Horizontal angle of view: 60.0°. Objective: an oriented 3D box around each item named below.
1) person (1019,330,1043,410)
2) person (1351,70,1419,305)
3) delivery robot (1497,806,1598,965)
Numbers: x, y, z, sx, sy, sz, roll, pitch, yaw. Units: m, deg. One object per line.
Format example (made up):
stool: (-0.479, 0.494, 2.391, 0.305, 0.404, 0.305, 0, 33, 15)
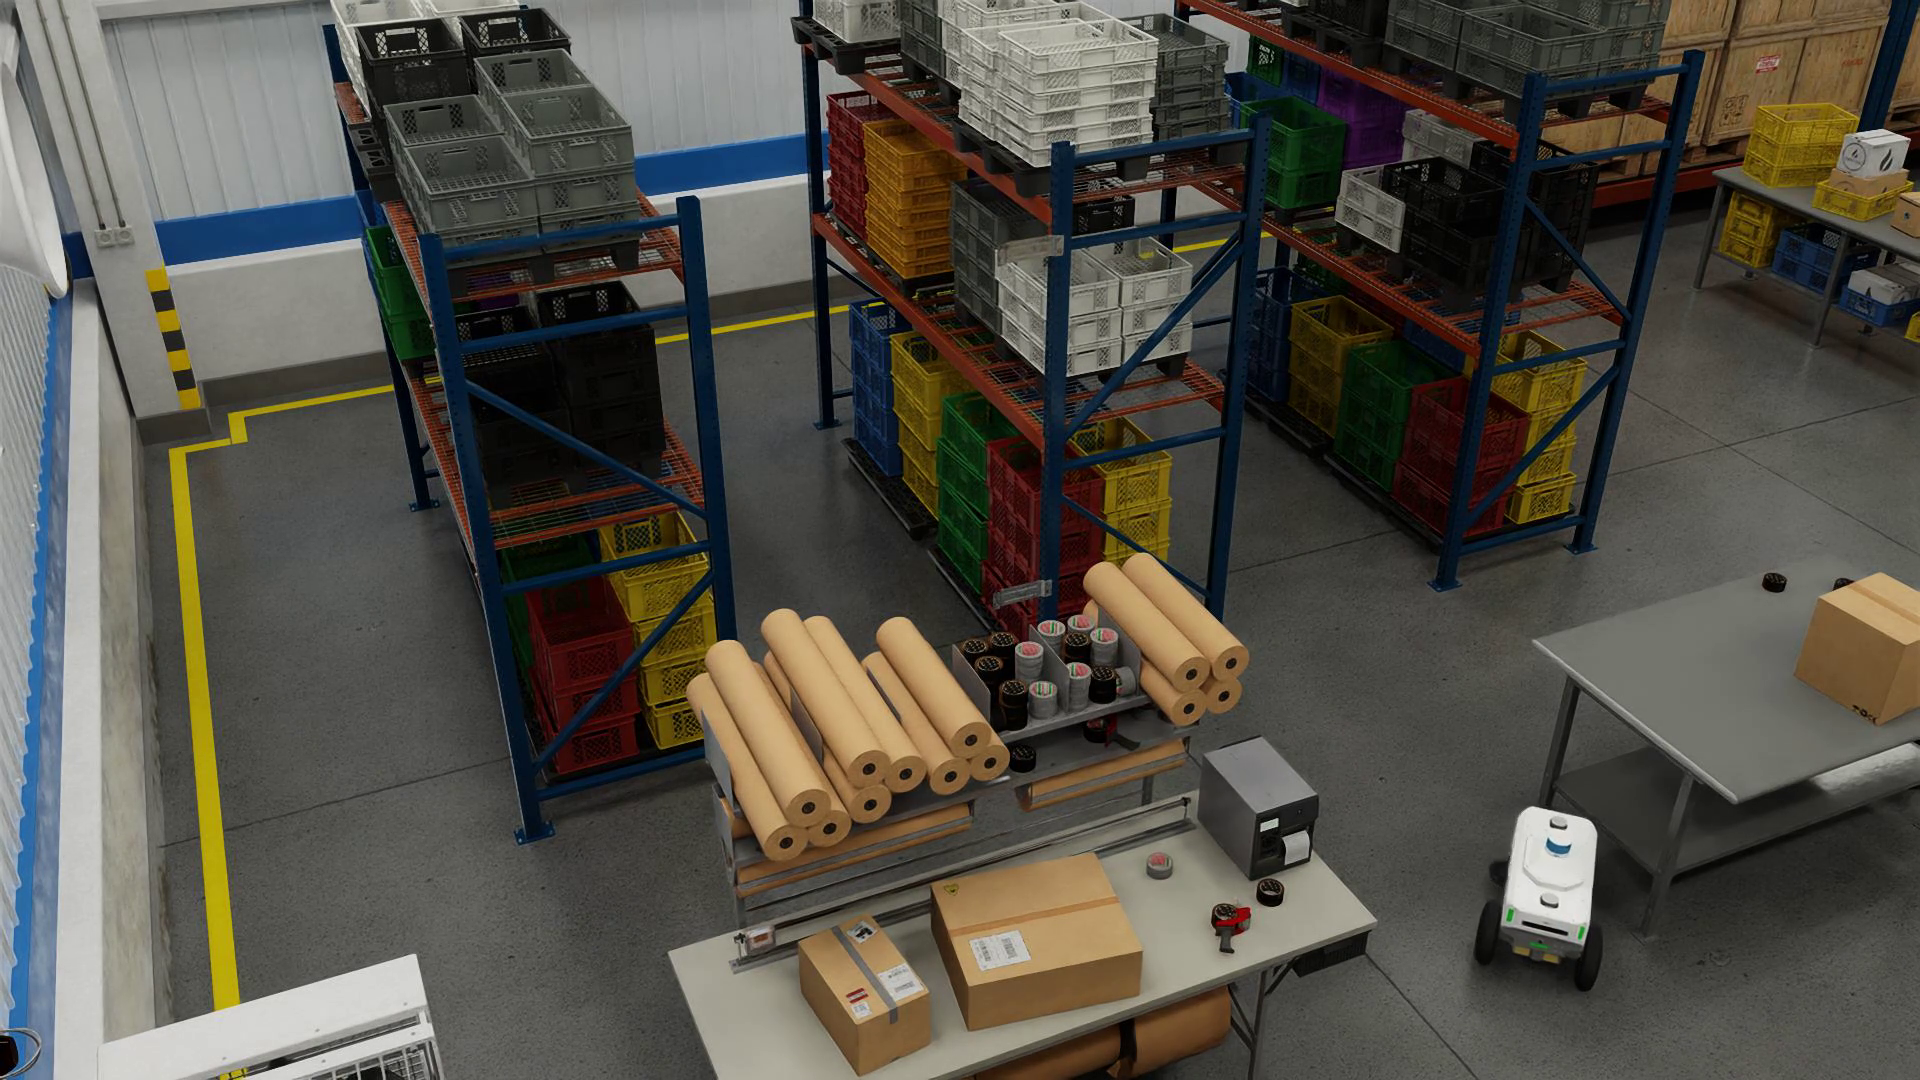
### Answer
person: (0.468, -1.499, 10.852, 0.355, 1.883, 0.572, 25, 39, 34)
person: (3.171, -2.627, 12.670, 0.646, 1.892, 0.730, -2, 32, -2)
delivery robot: (2.557, 1.468, 7.205, 0.477, 0.478, 0.707, 11, 33, 18)
